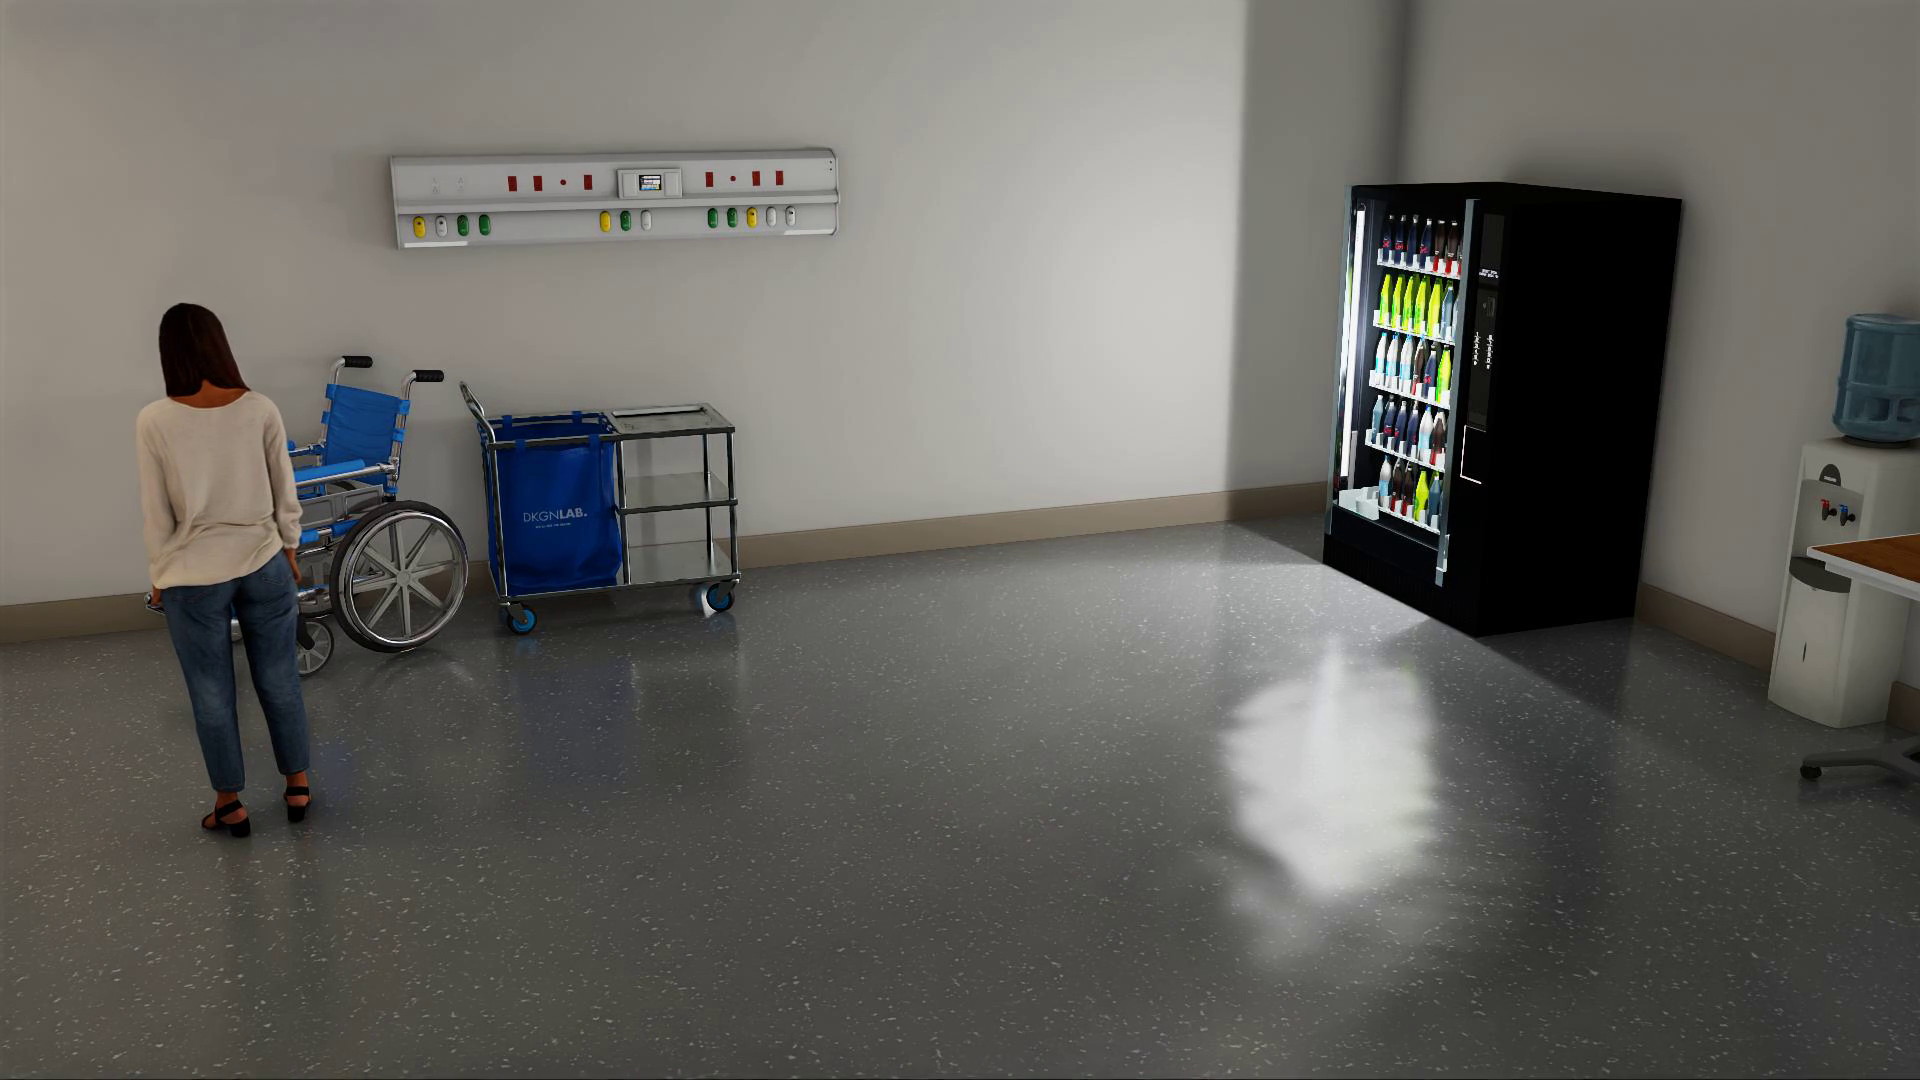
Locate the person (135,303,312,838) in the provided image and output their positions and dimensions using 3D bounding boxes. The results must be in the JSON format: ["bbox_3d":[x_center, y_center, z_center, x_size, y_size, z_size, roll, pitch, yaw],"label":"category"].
[{"bbox_3d":[-2.279,0.101,5.166,0.678,1.680,0.631,-11,19,-34],"label":"person"}]
